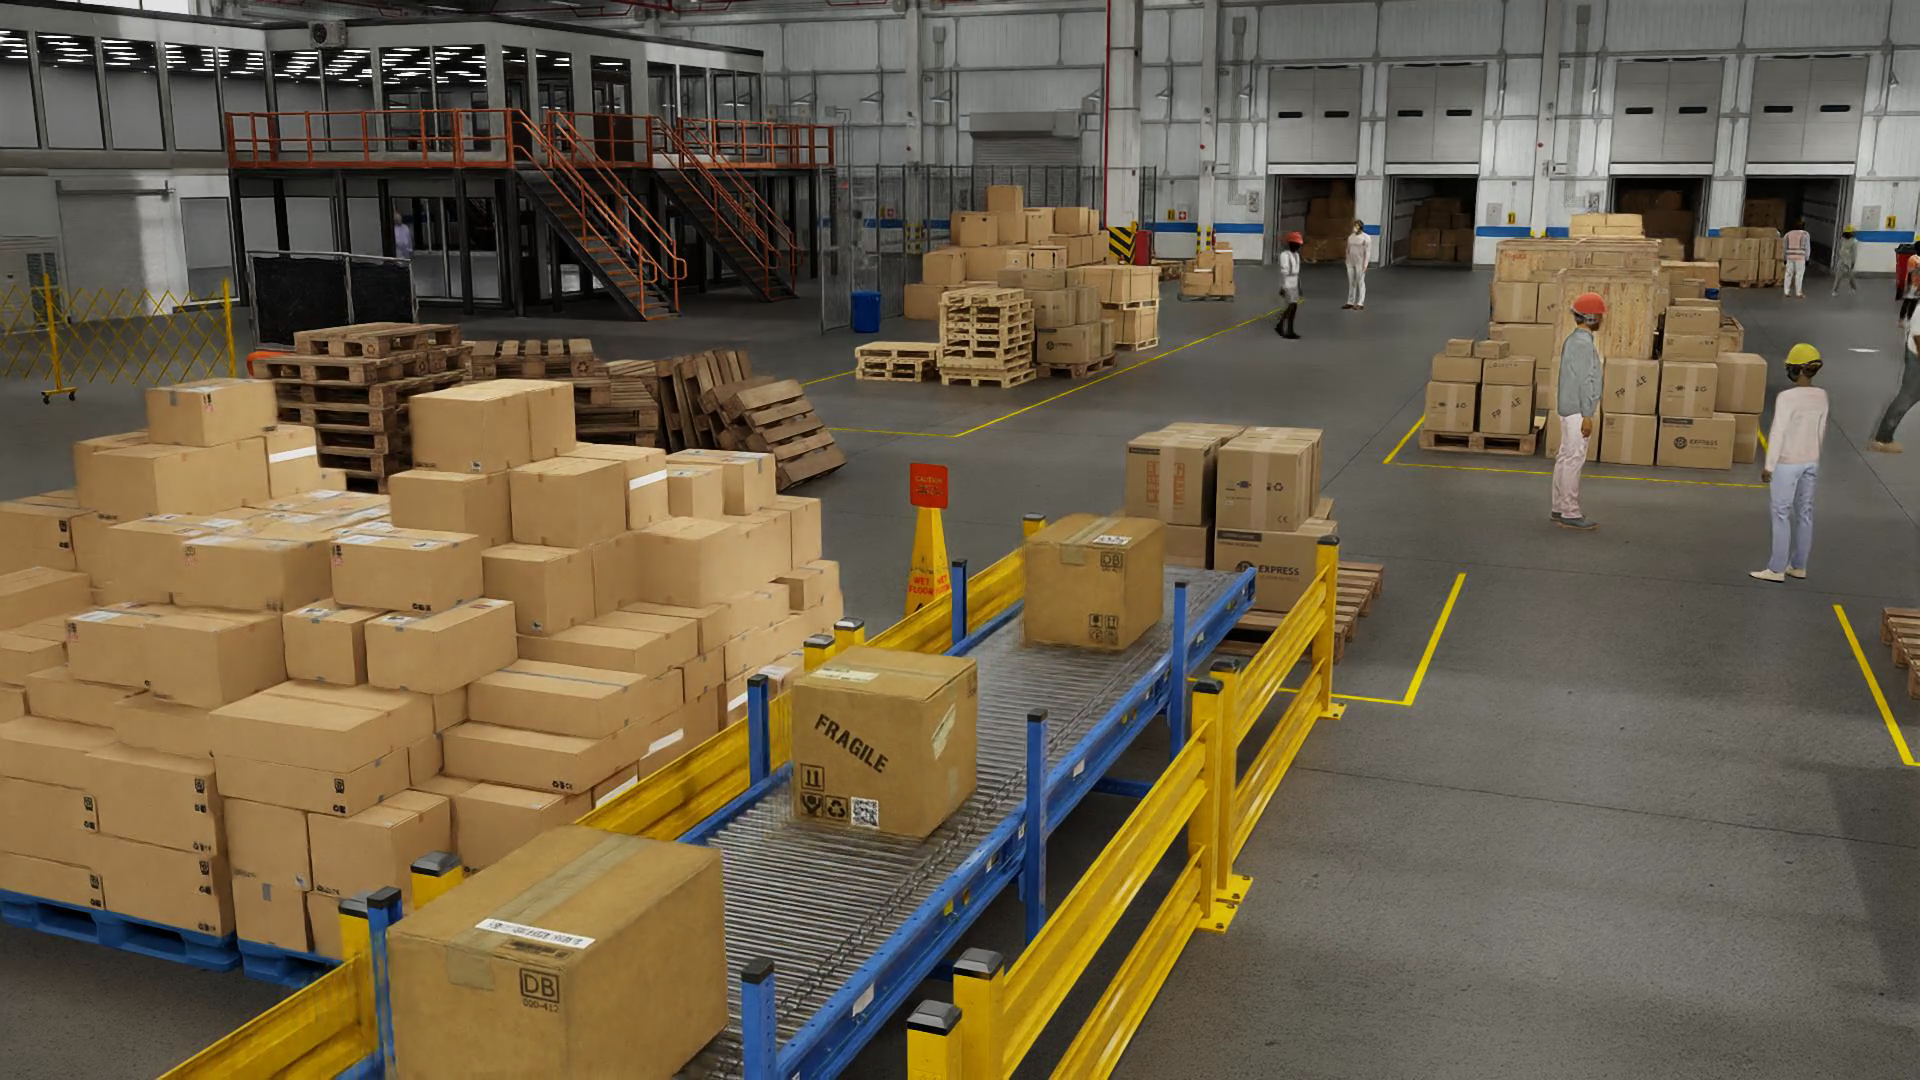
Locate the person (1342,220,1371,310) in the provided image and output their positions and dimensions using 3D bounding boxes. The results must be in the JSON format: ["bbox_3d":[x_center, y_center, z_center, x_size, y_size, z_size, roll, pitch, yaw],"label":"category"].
[{"bbox_3d":[8.594,-5.952,36.014,0.373,1.940,0.629,-9,15,-34],"label":"person"}]

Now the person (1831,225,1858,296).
[{"bbox_3d":[21.319,-6.709,39.938,0.846,1.703,0.486,-8,15,-33],"label":"person"}]

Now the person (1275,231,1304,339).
[{"bbox_3d":[5.932,-4.540,29.708,0.399,1.917,0.579,10,16,38],"label":"person"}]

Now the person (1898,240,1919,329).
[{"bbox_3d":[18.272,-4.892,31.827,0.534,1.691,0.322,-8,15,-31],"label":"person"}]

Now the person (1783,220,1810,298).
[{"bbox_3d":[19.759,-6.629,39.273,0.429,1.844,0.623,-9,15,-35],"label":"person"}]

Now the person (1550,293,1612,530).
[{"bbox_3d":[5.248,-1.090,14.081,0.383,1.993,0.612,1,13,7],"label":"person"}]

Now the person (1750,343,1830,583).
[{"bbox_3d":[6.143,-0.566,12.270,0.526,1.761,0.331,-6,14,-25],"label":"person"}]

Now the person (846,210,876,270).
[{"bbox_3d":[-3.016,-9.032,50.151,0.952,1.790,0.651,-3,13,-15],"label":"person"}]

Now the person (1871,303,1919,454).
[{"bbox_3d":[10.234,-1.875,17.497,0.695,2.000,1.048,-11,17,-40],"label":"person"}]
